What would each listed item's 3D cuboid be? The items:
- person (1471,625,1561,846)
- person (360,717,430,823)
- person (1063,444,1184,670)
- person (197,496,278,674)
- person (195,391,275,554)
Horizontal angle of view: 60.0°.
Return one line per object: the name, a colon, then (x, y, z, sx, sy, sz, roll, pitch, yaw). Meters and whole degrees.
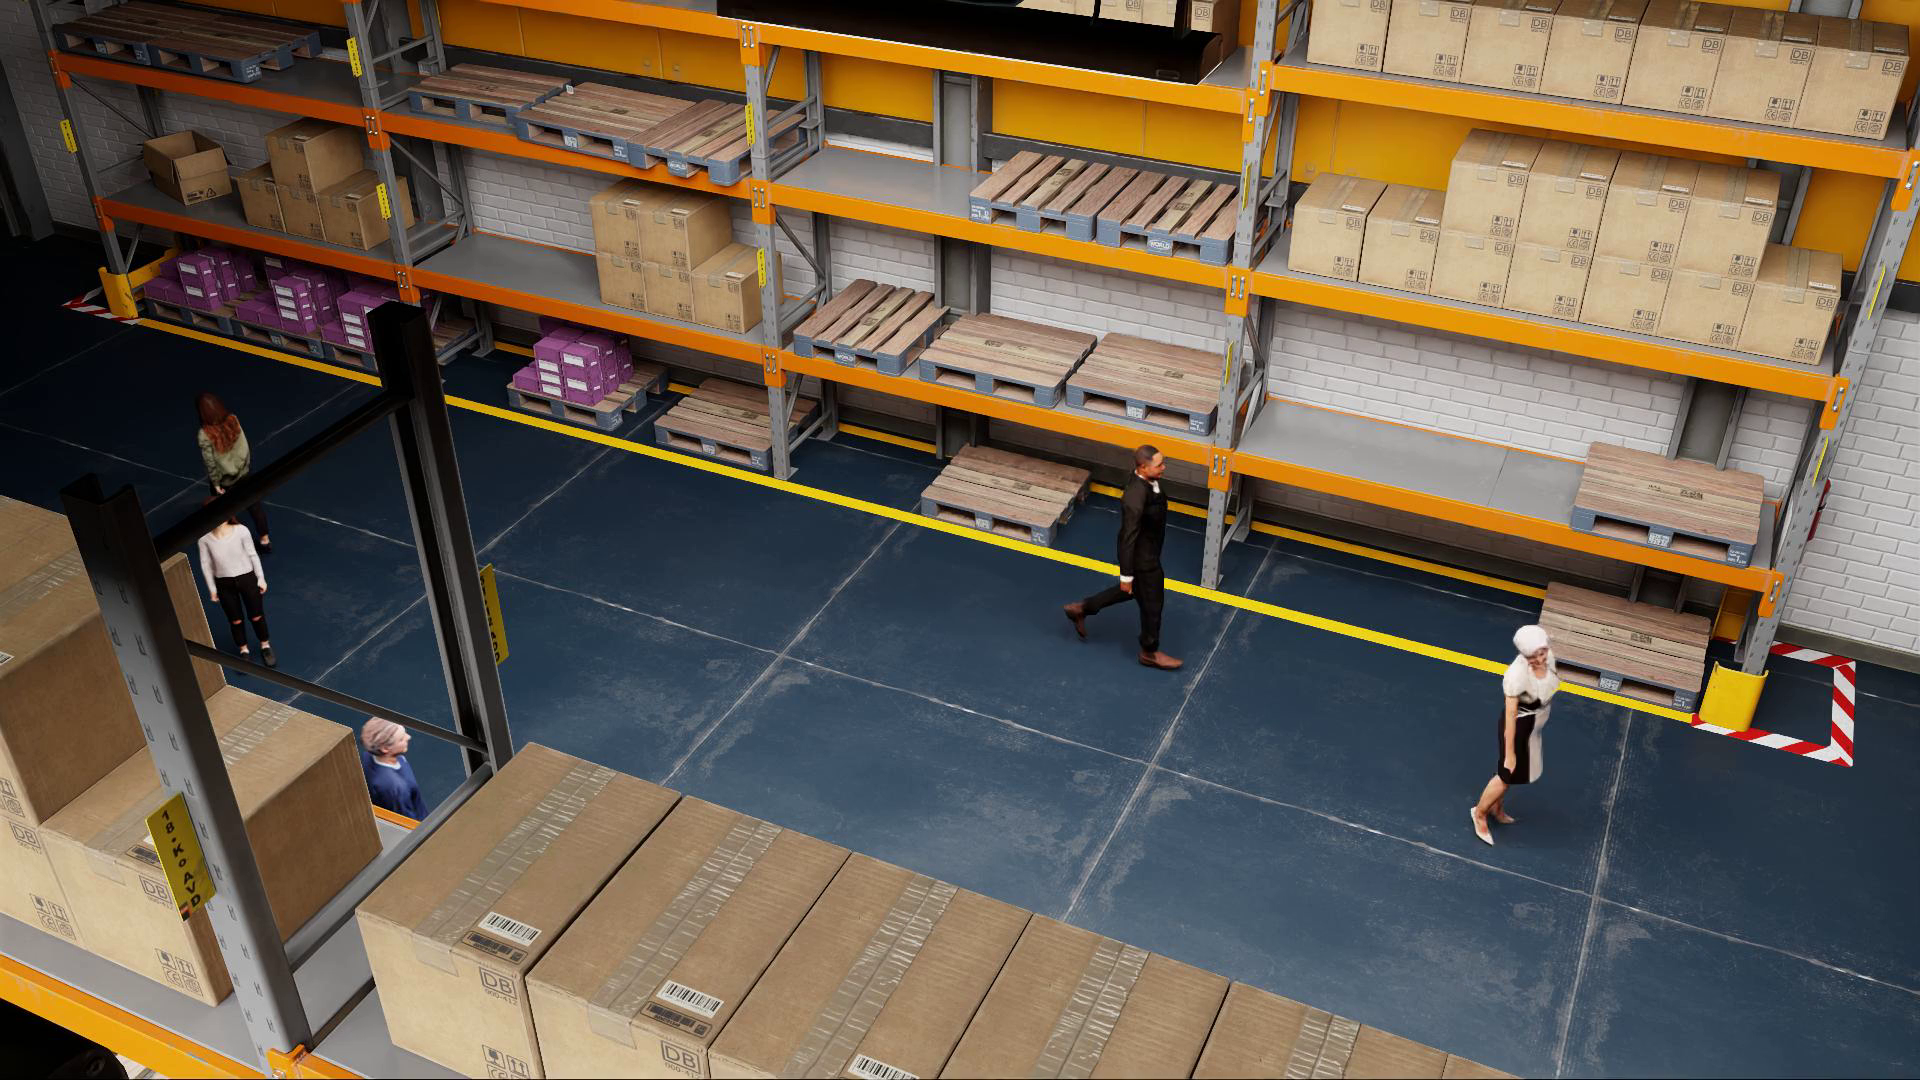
person: (3.603, 1.211, 10.701, 0.681, 1.727, 0.746, 14, 36, 20)
person: (-3.253, 1.760, 9.749, 0.799, 1.867, 0.694, -18, 38, -25)
person: (1.235, 0.104, 12.232, 1.246, 1.875, 0.879, 7, 34, 11)
person: (-5.346, 0.303, 12.286, 0.607, 1.484, 0.665, -12, 35, -17)
person: (-5.897, -0.518, 13.555, 0.915, 1.447, 0.675, 21, 39, 28)
